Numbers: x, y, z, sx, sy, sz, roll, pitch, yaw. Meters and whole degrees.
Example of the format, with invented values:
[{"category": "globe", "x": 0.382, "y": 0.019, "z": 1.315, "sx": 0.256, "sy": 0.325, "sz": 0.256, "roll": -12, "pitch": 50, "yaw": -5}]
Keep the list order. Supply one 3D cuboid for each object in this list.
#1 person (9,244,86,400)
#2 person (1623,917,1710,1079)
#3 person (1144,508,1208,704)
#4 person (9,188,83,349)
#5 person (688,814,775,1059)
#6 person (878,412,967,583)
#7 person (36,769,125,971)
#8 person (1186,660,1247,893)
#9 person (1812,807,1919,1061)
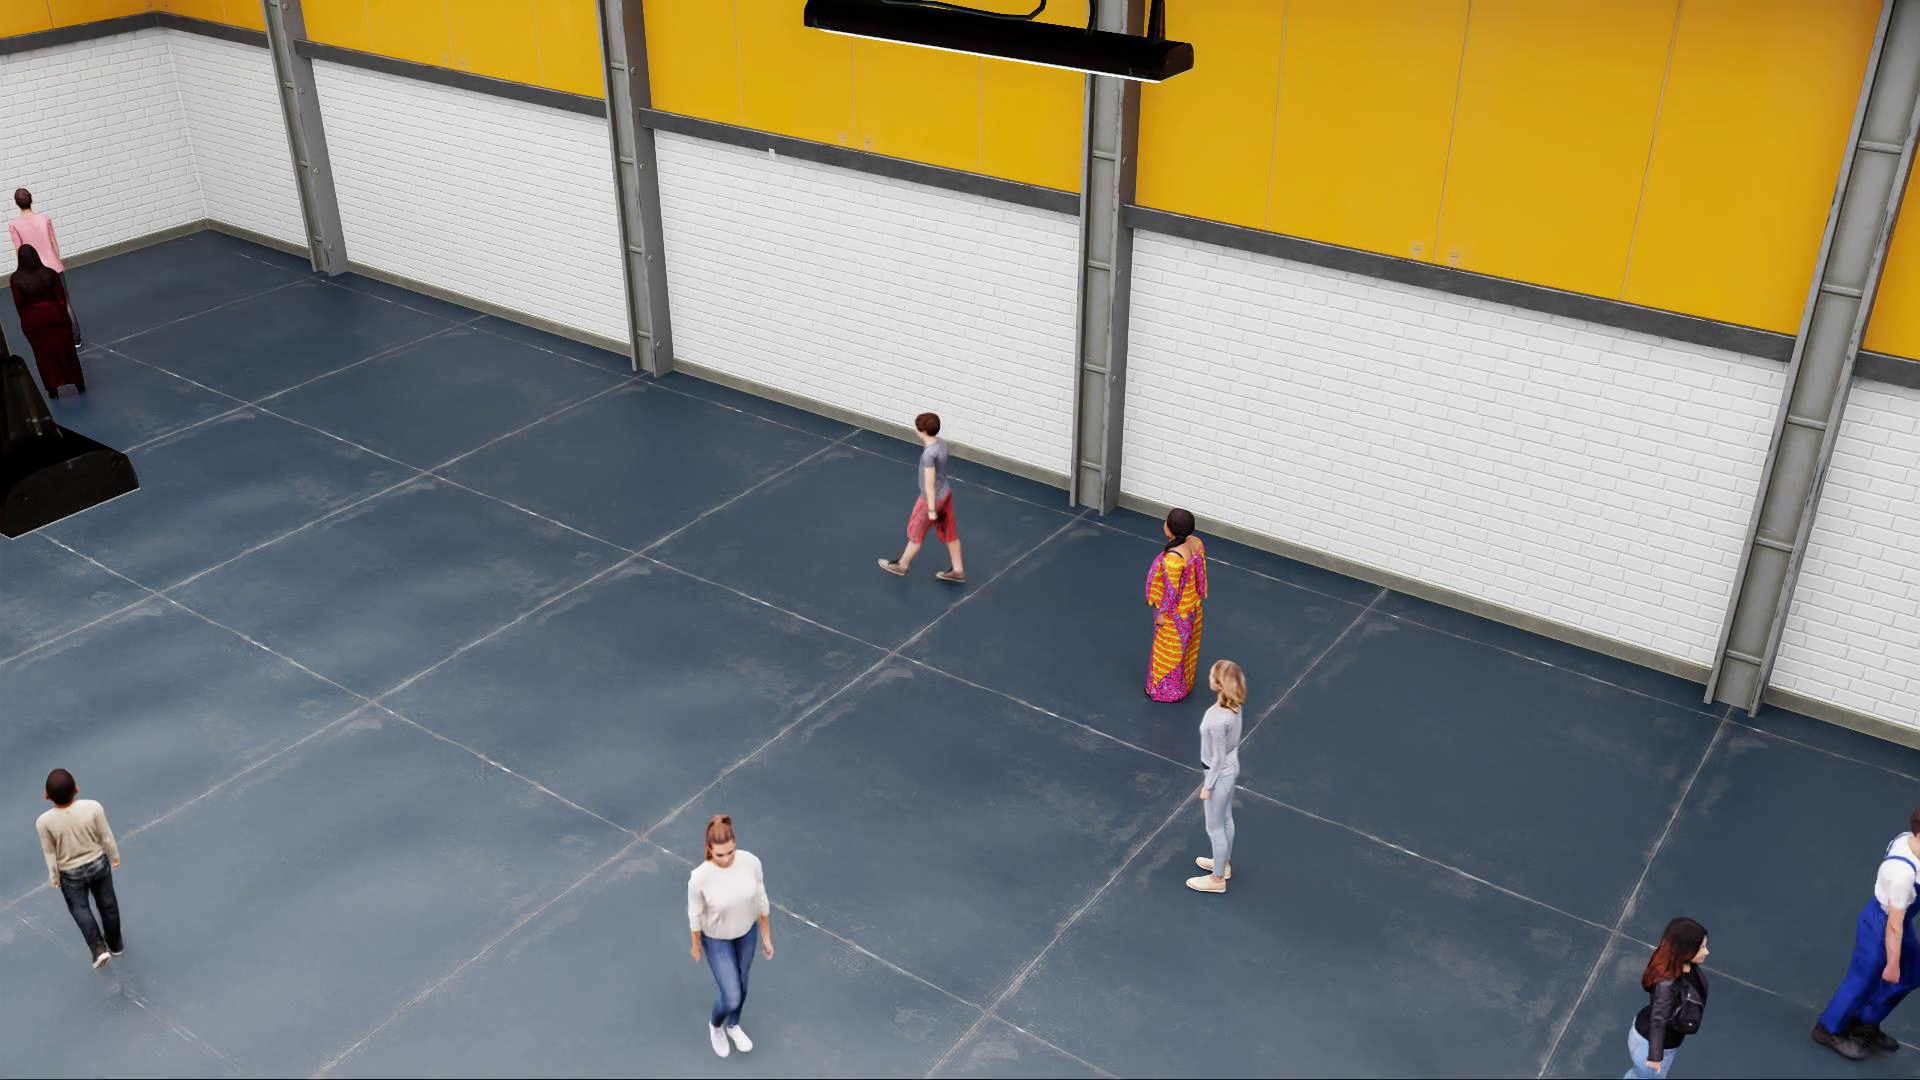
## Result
[{"category": "person", "x": -10.114, "y": -2.420, "z": 18.400, "sx": 0.746, "sy": 1.756, "sz": 0.733, "roll": -19, "pitch": 34, "yaw": -31}, {"category": "person", "x": 3.822, "y": 2.719, "z": 9.107, "sx": 0.566, "sy": 1.634, "sz": 0.655, "roll": 16, "pitch": 32, "yaw": 27}, {"category": "person", "x": 1.685, "y": 0.477, "z": 13.164, "sx": 0.663, "sy": 1.683, "sz": 0.662, "roll": 15, "pitch": 32, "yaw": 26}, {"category": "person", "x": -10.786, "y": -3.176, "z": 19.574, "sx": 0.660, "sy": 1.959, "sz": 0.610, "roll": -25, "pitch": 37, "yaw": -37}, {"category": "person", "x": -1.388, "y": 2.294, "z": 9.803, "sx": 0.699, "sy": 1.713, "sz": 0.716, "roll": -17, "pitch": 33, "yaw": -28}, {"category": "person", "x": -0.143, "y": -0.331, "z": 14.712, "sx": 1.086, "sy": 1.619, "sz": 0.768, "roll": 11, "pitch": 30, "yaw": 19}, {"category": "person", "x": -5.489, "y": 2.098, "z": 10.435, "sx": 0.689, "sy": 1.451, "sz": 0.801, "roll": -19, "pitch": 34, "yaw": -31}, {"category": "person", "x": 1.725, "y": 1.568, "z": 11.049, "sx": 0.563, "sy": 1.795, "sz": 0.627, "roll": 12, "pitch": 31, "yaw": 20}, {"category": "person", "x": 5.324, "y": 2.259, "z": 9.742, "sx": 0.678, "sy": 1.832, "sz": 0.650, "roll": 21, "pitch": 35, "yaw": 33}]
